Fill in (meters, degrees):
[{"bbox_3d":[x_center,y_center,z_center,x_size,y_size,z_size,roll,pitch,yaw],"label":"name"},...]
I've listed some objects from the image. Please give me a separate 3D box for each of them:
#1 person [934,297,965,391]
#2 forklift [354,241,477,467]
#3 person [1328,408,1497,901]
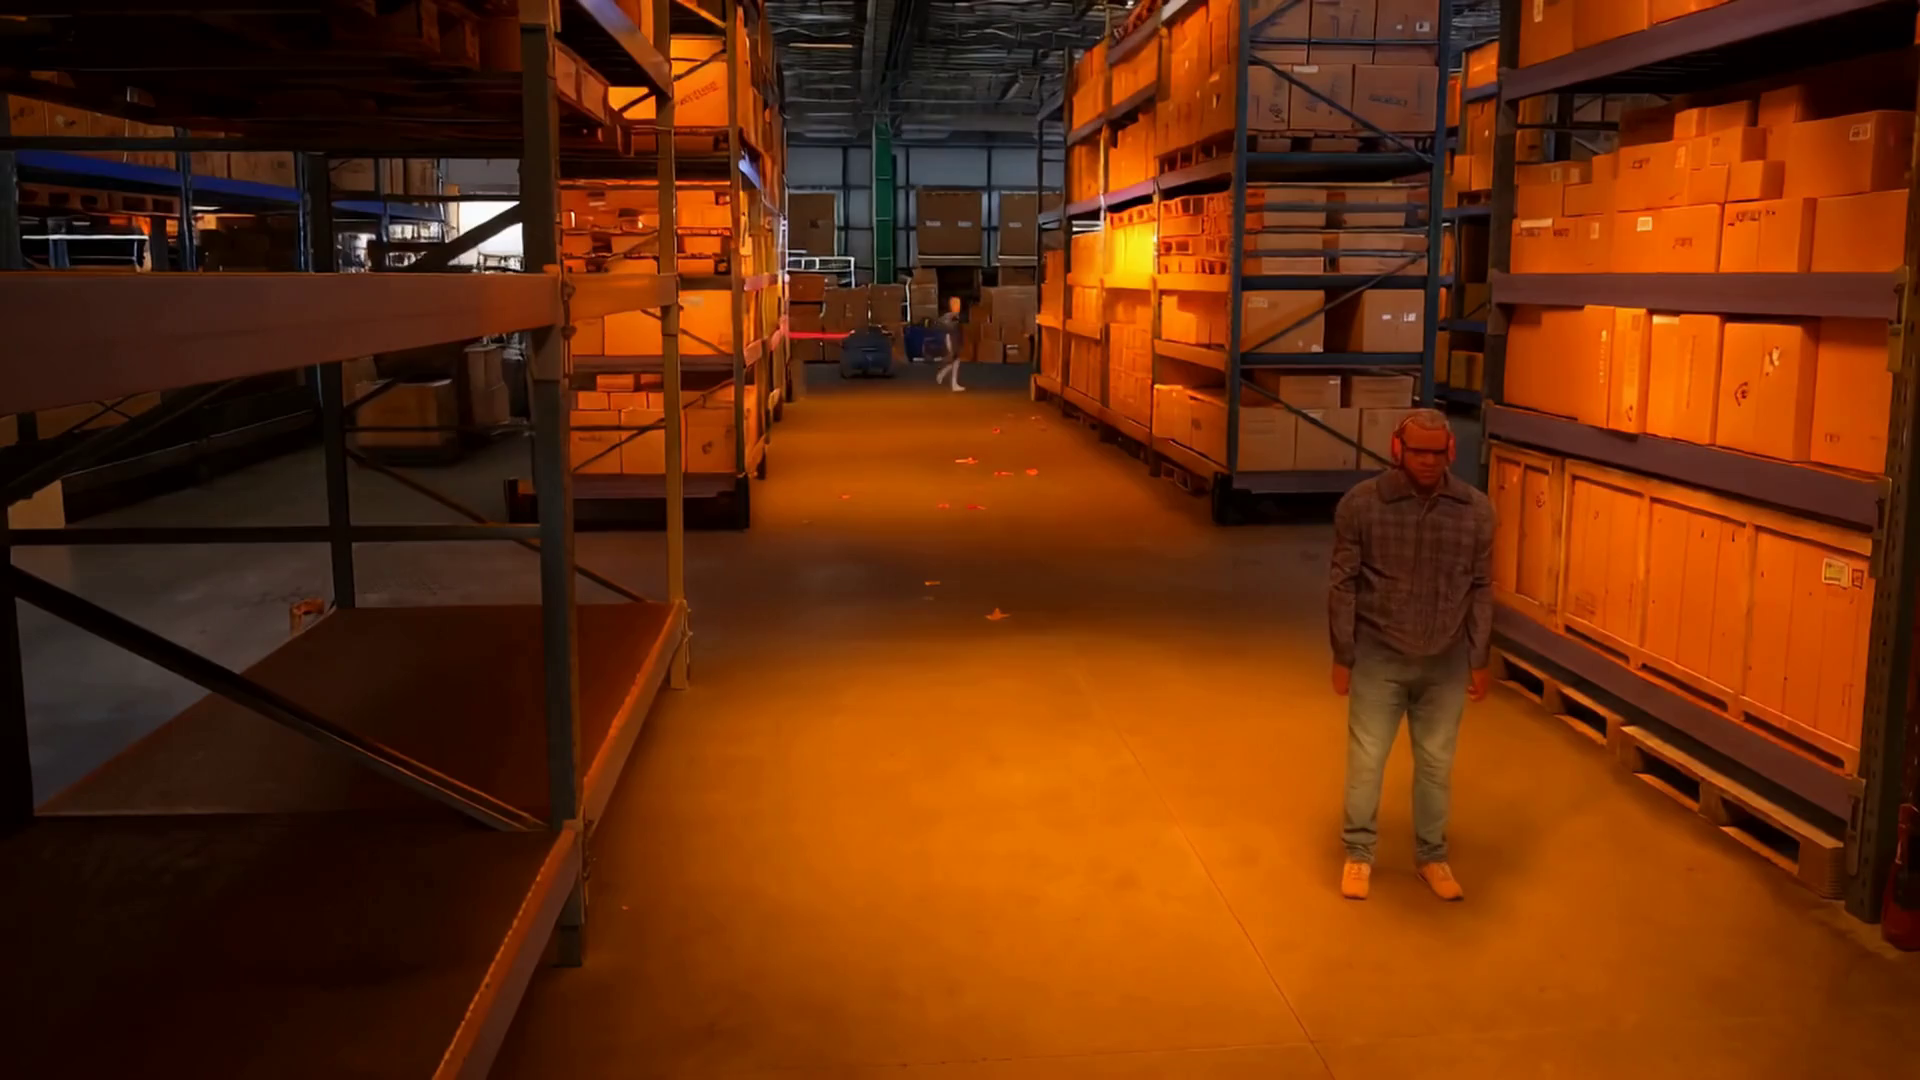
[{"bbox_3d":[-0.217,-4.054,34.480,0.640,1.951,0.603,3,10,19],"label":"person"},{"bbox_3d":[-6.963,-2.389,21.132,1.129,2.768,1.873,-1,9,-4],"label":"forklift"},{"bbox_3d":[1.741,0.443,6.408,0.641,1.905,0.410,0,9,1],"label":"person"}]
